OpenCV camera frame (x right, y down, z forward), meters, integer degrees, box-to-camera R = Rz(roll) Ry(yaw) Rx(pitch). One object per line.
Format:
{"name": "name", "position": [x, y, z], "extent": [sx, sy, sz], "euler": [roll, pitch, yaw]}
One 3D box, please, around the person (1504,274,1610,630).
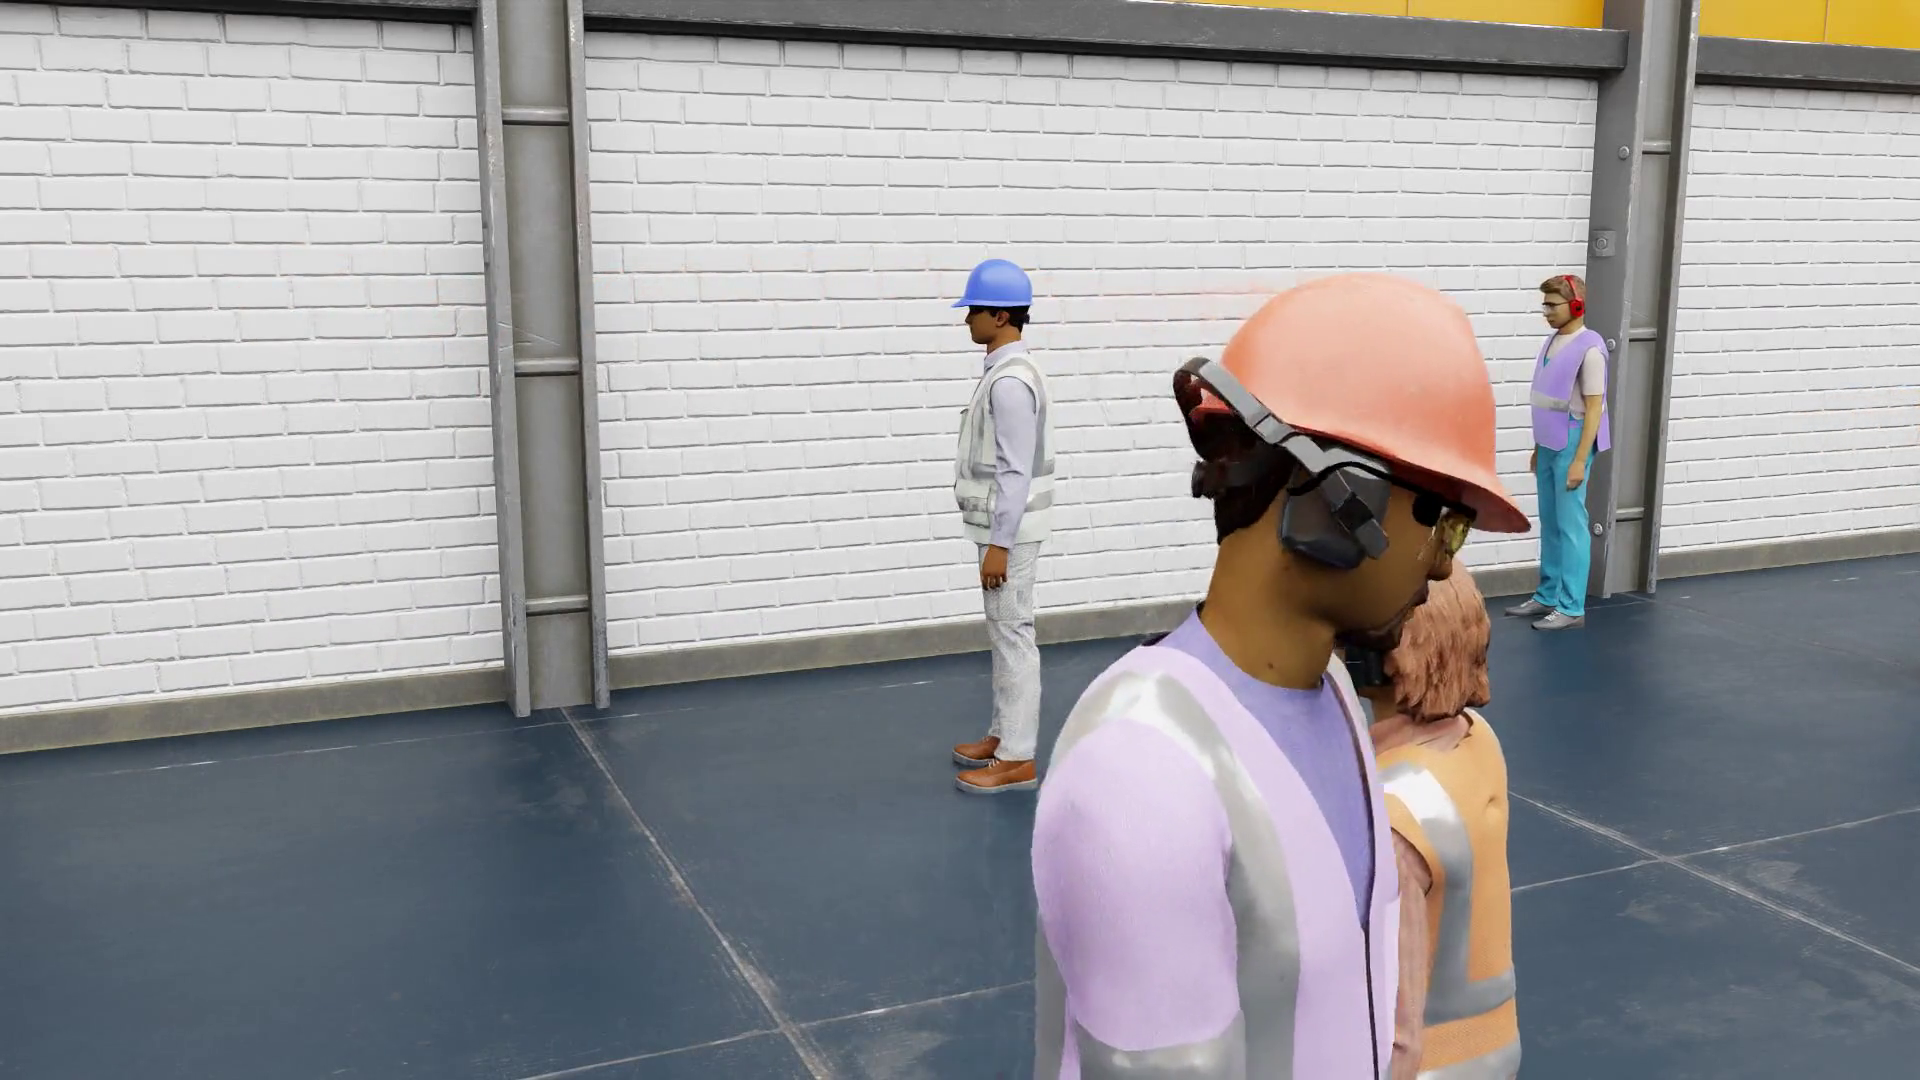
{"name": "person", "position": [3.148, -0.451, 8.642], "extent": [0.388, 1.839, 0.563], "euler": [-1, 10, -4]}

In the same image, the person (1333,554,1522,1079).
{"name": "person", "position": [0.602, 0.803, 2.291], "extent": [0.315, 1.636, 0.515], "euler": [5, 12, 27]}

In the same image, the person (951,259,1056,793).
{"name": "person", "position": [0.158, -0.049, 6.125], "extent": [0.384, 1.948, 0.605], "euler": [0, 10, -1]}

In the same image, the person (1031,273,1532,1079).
{"name": "person", "position": [0.182, 0.738, 1.685], "extent": [0.835, 1.996, 0.603], "euler": [6, 12, 32]}
